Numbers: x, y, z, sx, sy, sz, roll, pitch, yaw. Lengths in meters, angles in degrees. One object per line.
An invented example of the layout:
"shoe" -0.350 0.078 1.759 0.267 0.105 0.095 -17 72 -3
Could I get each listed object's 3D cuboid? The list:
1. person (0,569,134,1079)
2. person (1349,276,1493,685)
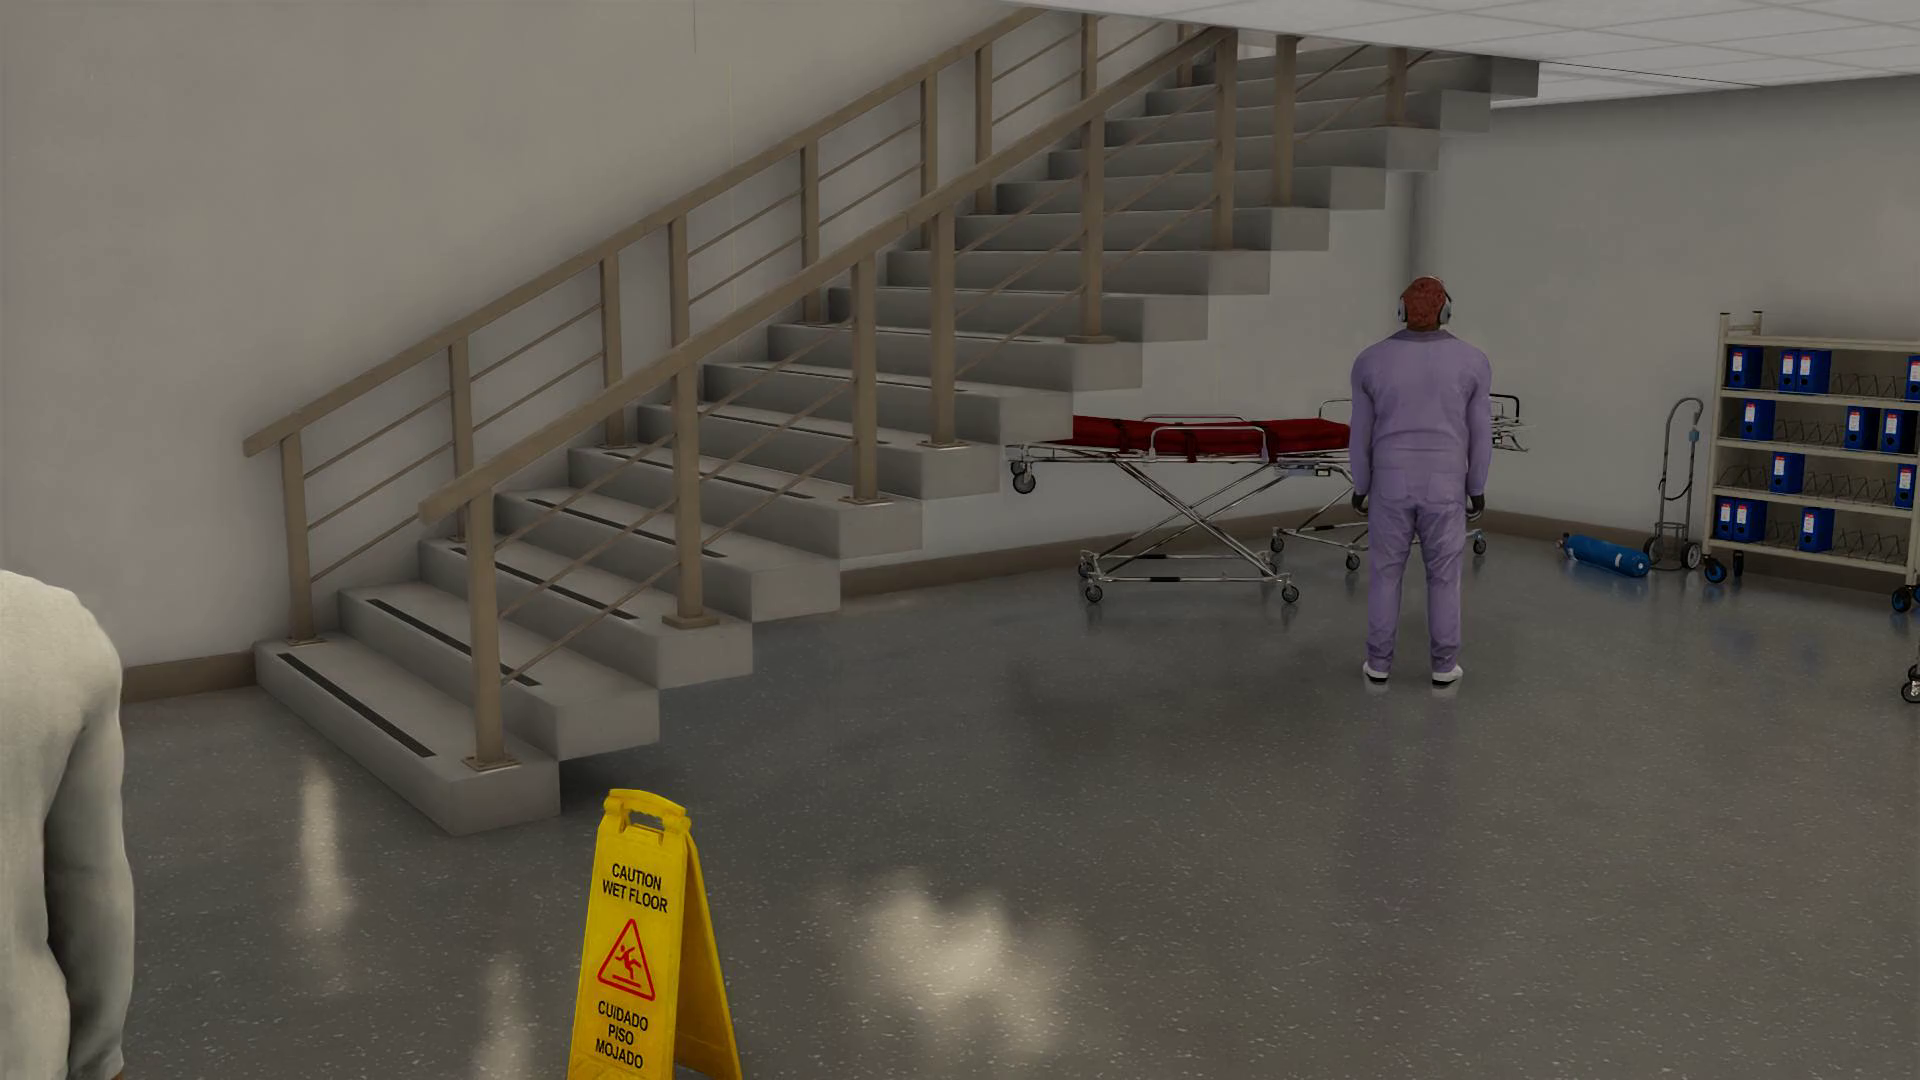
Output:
"person" -1.277 0.721 1.993 0.349 1.935 0.635 5 11 28
"person" 2.141 -0.269 7.776 0.643 1.909 0.410 3 10 16
